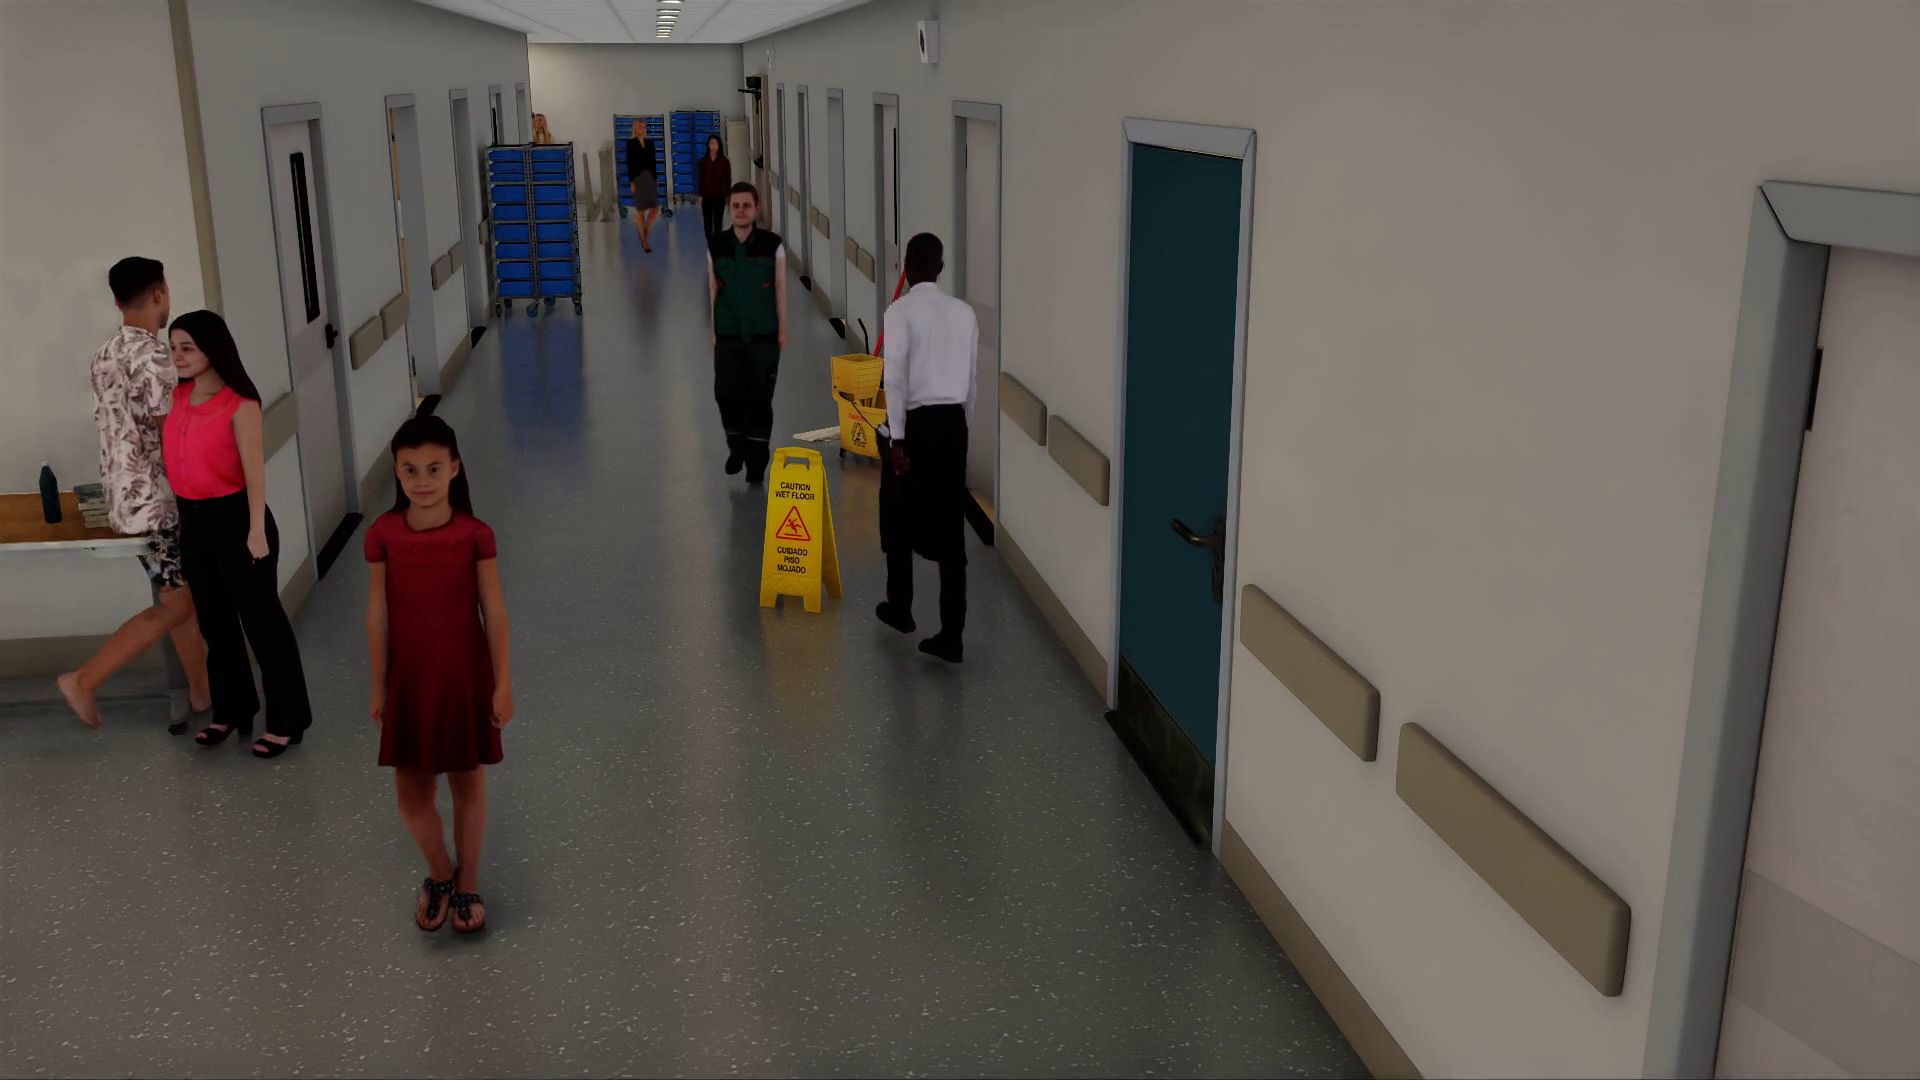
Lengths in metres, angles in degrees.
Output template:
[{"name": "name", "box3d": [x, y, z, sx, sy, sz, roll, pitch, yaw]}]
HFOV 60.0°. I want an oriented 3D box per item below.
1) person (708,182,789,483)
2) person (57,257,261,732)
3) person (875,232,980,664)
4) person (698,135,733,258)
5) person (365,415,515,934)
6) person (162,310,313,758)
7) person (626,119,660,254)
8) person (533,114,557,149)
[{"name": "person", "box3d": [-1.290, -1.270, 10.205, 0.682, 1.834, 0.714, 0, 16, -1]}, {"name": "person", "box3d": [-3.122, -0.129, 6.265, 1.059, 1.779, 1.085, 14, 21, 41]}, {"name": "person", "box3d": [-0.111, -0.357, 7.069, 0.887, 1.782, 1.110, -11, 19, -34]}, {"name": "person", "box3d": [-3.325, -4.636, 22.497, 0.601, 1.646, 0.531, -2, 16, -7]}, {"name": "person", "box3d": [-1.516, 0.380, 4.878, 0.568, 1.546, 0.633, -4, 16, -13]}, {"name": "person", "box3d": [-2.690, -0.017, 6.093, 0.668, 1.657, 0.705, 8, 17, 25]}, {"name": "person", "box3d": [-4.466, -4.925, 23.186, 0.774, 1.829, 0.813, -13, 20, -39]}, {"name": "person", "box3d": [-6.607, -5.824, 26.379, 0.600, 1.826, 0.520, -2, 16, -8]}]
